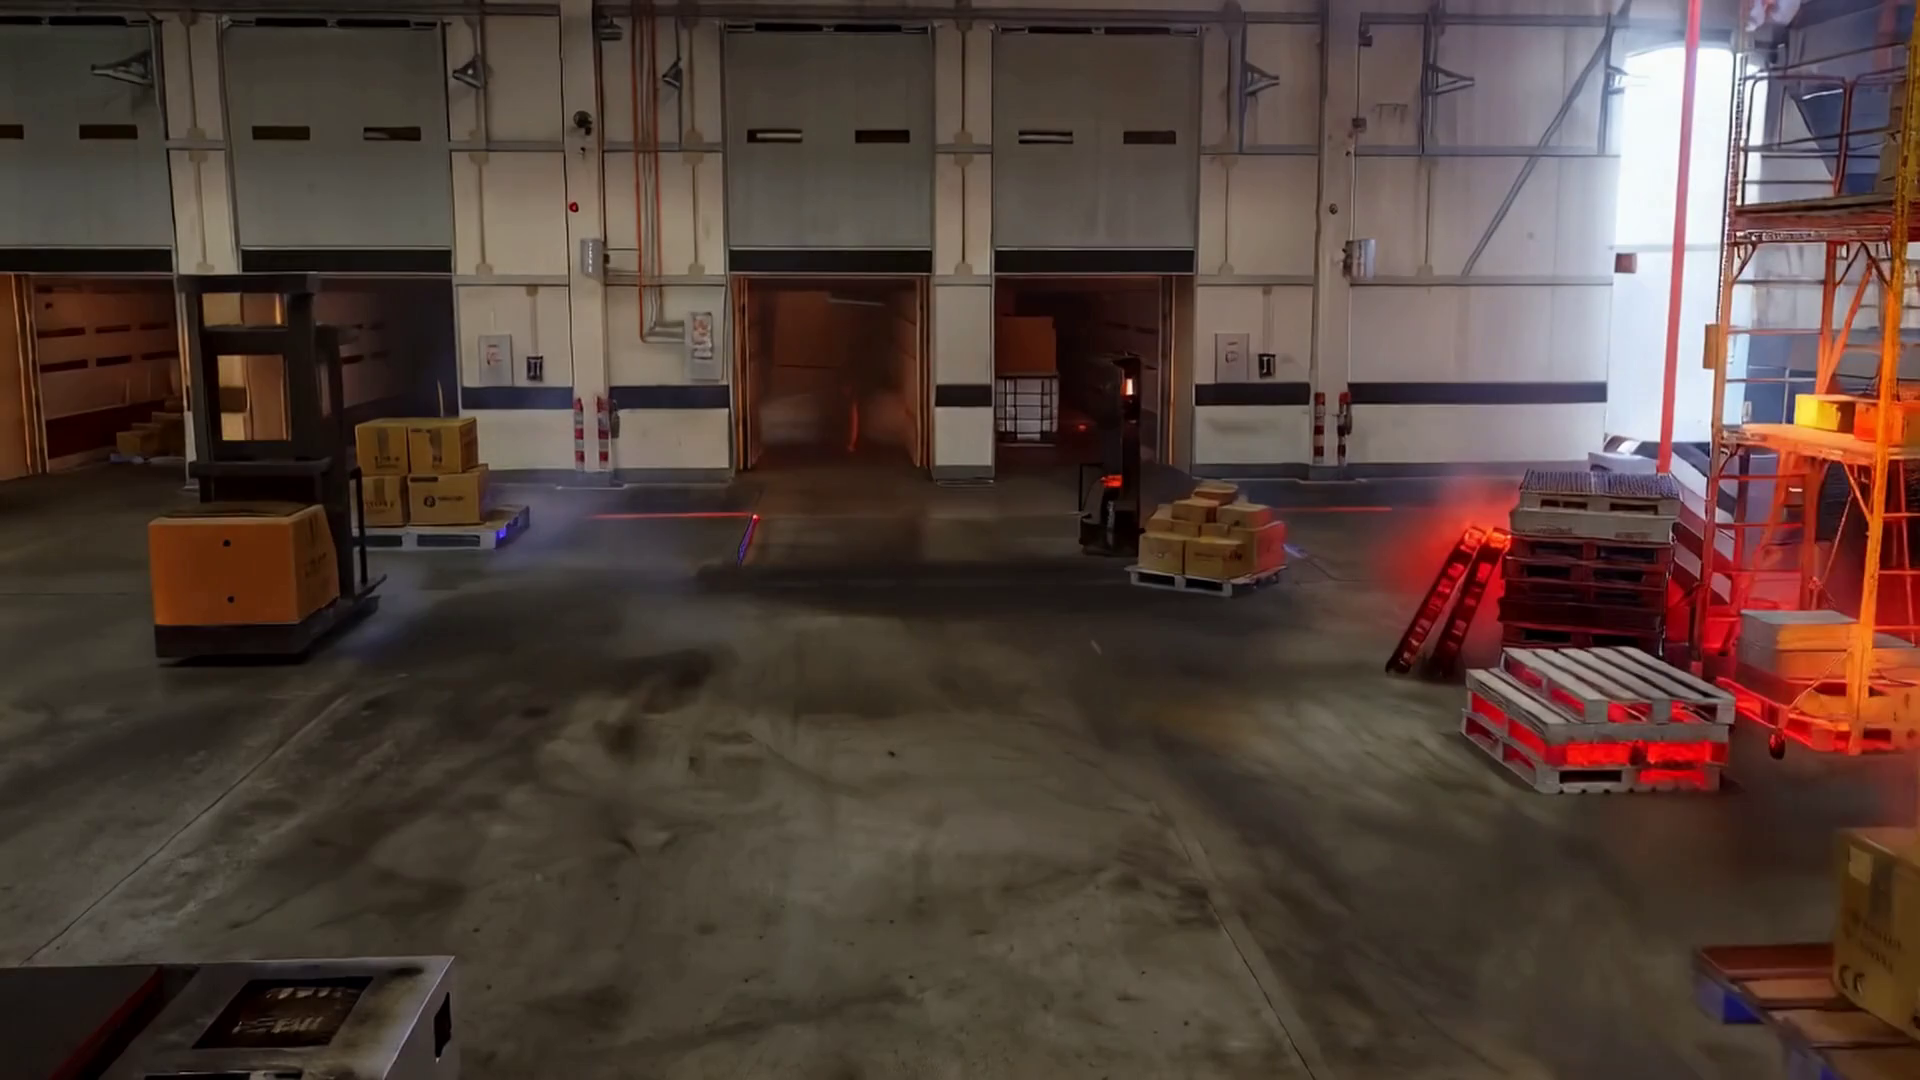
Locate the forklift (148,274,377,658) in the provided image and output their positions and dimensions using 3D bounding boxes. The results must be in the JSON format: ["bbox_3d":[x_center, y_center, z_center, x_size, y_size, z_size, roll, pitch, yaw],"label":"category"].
[{"bbox_3d":[-5.348,-0.627,12.681,1.129,2.768,1.873,-1,9,-4],"label":"forklift"}]

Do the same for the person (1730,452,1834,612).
[{"bbox_3d":[6.901,-0.210,13.899,0.826,1.656,0.534,9,13,44],"label":"person"}]

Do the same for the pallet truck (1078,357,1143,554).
[{"bbox_3d":[2.088,-0.836,16.757,1.885,1.965,0.823,2,9,13],"label":"pallet truck"}]
